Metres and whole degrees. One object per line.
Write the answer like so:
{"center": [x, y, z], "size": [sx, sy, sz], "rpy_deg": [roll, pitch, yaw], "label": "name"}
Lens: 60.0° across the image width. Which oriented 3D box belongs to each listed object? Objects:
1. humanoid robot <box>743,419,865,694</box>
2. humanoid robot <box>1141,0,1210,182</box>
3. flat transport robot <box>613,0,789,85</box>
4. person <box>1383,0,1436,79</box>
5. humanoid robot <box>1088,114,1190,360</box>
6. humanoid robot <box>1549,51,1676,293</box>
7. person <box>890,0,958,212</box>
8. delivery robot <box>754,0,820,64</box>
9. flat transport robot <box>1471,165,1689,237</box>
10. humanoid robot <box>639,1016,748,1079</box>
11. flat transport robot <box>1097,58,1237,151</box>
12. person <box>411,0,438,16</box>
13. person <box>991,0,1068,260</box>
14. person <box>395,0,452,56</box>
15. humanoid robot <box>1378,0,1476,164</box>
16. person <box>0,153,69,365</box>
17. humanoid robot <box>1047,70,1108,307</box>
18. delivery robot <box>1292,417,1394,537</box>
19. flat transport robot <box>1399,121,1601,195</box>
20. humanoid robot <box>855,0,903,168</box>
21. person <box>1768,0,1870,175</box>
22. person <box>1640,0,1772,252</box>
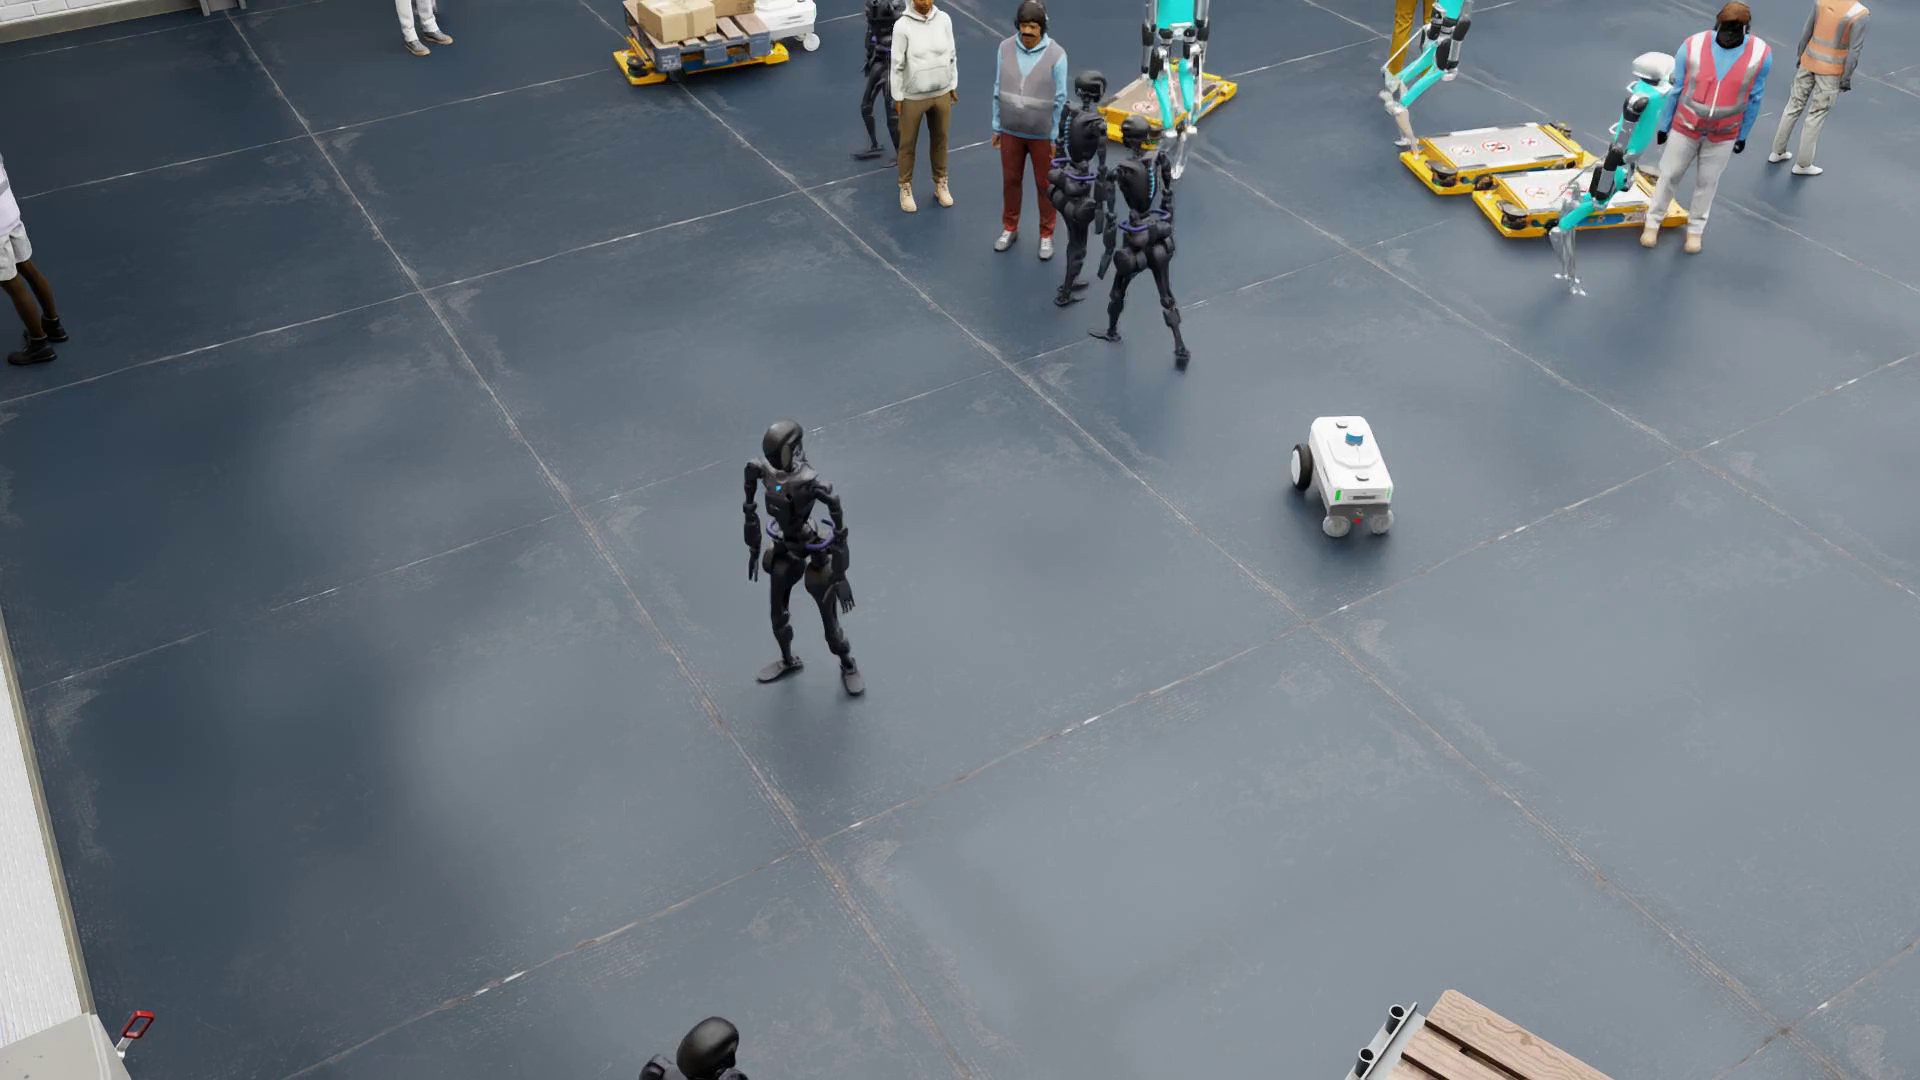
{"center": [-0.759, 0.074, 8.061], "size": [0.601, 1.641, 0.376], "rpy_deg": [17, 42, 20], "label": "humanoid robot"}
{"center": [1.676, -3.528, 12.541], "size": [0.544, 1.763, 0.701], "rpy_deg": [-9, 39, -12], "label": "humanoid robot"}
{"center": [-2.305, -4.344, 14.774], "size": [1.431, 0.231, 0.659], "rpy_deg": [-15, 41, -18], "label": "flat transport robot"}
{"center": [3.910, -4.721, 14.054], "size": [0.533, 1.751, 0.340], "rpy_deg": [2, 38, 2], "label": "person"}
{"center": [1.179, -1.893, 10.587], "size": [0.607, 1.633, 0.664], "rpy_deg": [-26, 45, -29], "label": "humanoid robot"}
{"center": [4.281, -2.460, 11.247], "size": [0.681, 1.824, 0.549], "rpy_deg": [28, 46, 31], "label": "humanoid robot"}
{"center": [-0.277, -3.287, 12.241], "size": [0.515, 1.759, 0.370], "rpy_deg": [-14, 41, -17], "label": "person"}
{"center": [-1.654, -4.642, 14.911], "size": [0.772, 0.586, 0.499], "rpy_deg": [-17, 41, -20], "label": "delivery robot"}
{"center": [4.660, -2.542, 12.499], "size": [1.431, 0.231, 0.659], "rpy_deg": [-5, 39, -7], "label": "flat transport robot"}
{"center": [-0.840, 2.157, 5.455], "size": [0.608, 1.639, 0.608], "rpy_deg": [16, 41, 19], "label": "humanoid robot"}
{"center": [1.708, -3.640, 13.884], "size": [0.659, 0.231, 1.431], "rpy_deg": [22, 43, 26], "label": "flat transport robot"}
{"center": [-5.134, -5.705, 15.238], "size": [0.487, 1.819, 0.585], "rpy_deg": [-7, 39, -9], "label": "person"}
{"center": [0.484, -2.875, 11.629], "size": [0.538, 1.871, 0.414], "rpy_deg": [14, 40, 17], "label": "person"}
{"center": [-4.862, -5.237, 14.602], "size": [0.351, 1.882, 0.582], "rpy_deg": [20, 42, 23], "label": "person"}
{"center": [3.564, -3.771, 12.856], "size": [0.725, 1.775, 0.531], "rpy_deg": [-5, 39, -7], "label": "humanoid robot"}
{"center": [-6.122, -2.008, 10.484], "size": [0.355, 1.938, 0.541], "rpy_deg": [-1, 38, -1], "label": "person"}
{"center": [0.788, -2.354, 11.127], "size": [0.336, 1.638, 0.587], "rpy_deg": [-21, 43, -24], "label": "humanoid robot"}
{"center": [2.237, -0.399, 9.580], "size": [0.519, 0.614, 0.785], "rpy_deg": [-1, 38, -2], "label": "delivery robot"}
{"center": [4.267, -3.003, 13.081], "size": [1.431, 0.231, 0.659], "rpy_deg": [-9, 39, -11], "label": "flat transport robot"}
{"center": [-0.589, -3.648, 12.761], "size": [0.410, 1.656, 0.591], "rpy_deg": [-16, 41, -19], "label": "humanoid robot"}
{"center": [6.613, -3.609, 12.741], "size": [0.305, 1.638, 0.524], "rpy_deg": [-15, 41, -18], "label": "person"}
{"center": [5.226, -2.892, 11.689], "size": [0.629, 1.833, 0.434], "rpy_deg": [15, 41, 18], "label": "person"}
